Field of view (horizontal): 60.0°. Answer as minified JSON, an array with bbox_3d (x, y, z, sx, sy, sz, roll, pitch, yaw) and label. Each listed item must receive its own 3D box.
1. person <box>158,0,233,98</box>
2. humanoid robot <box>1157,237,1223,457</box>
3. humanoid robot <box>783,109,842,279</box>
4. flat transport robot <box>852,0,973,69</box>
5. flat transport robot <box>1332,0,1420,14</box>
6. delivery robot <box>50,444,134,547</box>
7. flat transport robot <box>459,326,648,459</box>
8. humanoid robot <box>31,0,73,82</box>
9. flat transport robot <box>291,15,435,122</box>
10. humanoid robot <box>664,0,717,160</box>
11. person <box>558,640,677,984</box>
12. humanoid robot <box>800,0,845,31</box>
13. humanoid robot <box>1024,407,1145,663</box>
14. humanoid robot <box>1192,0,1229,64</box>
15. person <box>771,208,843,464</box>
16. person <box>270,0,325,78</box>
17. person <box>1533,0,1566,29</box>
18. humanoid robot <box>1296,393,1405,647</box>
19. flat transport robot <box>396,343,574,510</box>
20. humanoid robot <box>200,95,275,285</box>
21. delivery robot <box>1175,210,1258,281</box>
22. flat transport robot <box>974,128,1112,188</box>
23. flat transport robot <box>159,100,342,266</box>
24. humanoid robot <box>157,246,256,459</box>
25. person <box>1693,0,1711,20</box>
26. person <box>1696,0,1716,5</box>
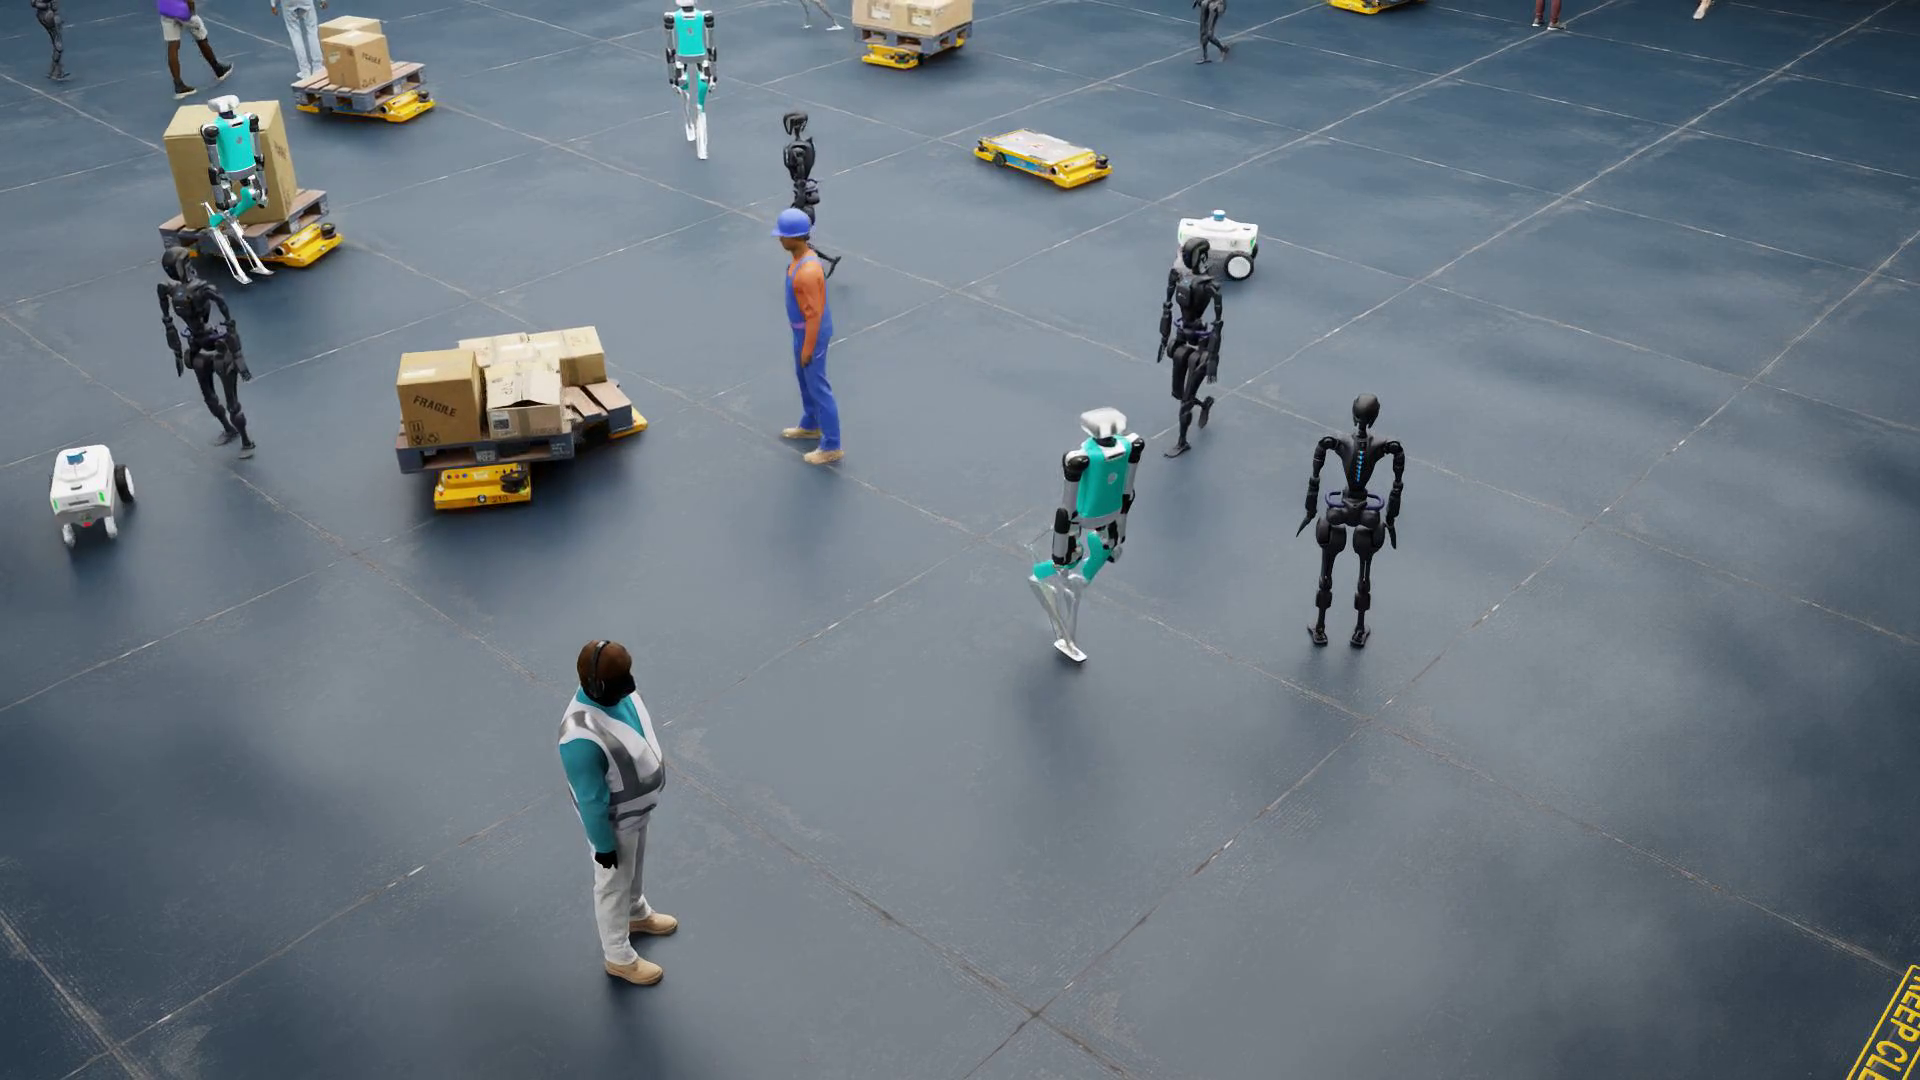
[{"bbox_3d":[-9.222,-6.312,19.755,0.617,1.906,1.007,7,33,11],"label":"person"},{"bbox_3d":[1.751,-1.444,12.169,0.651,1.637,0.589,-25,40,-34],"label":"humanoid robot"},{"bbox_3d":[-1.318,-2.965,14.609,0.534,1.641,0.608,-4,32,-7],"label":"humanoid robot"},{"bbox_3d":[-0.588,-6.345,21.371,0.659,0.231,1.431,18,36,26],"label":"flat transport robot"},{"bbox_3d":[5.978,-7.722,23.589,1.431,0.231,0.659,-25,40,-34],"label":"flat transport robot"},{"bbox_3d":[-6.025,-0.350,11.461,0.499,0.610,0.814,-11,34,-18],"label":"delivery robot"},{"bbox_3d":[-3.157,-0.863,12.543,1.431,0.231,0.659,-18,36,-27],"label":"flat transport robot"},{"bbox_3d":[-11.105,-6.414,20.156,0.487,1.645,0.612,-23,39,-32],"label":"humanoid robot"},{"bbox_3d":[-6.938,-5.125,19.406,1.431,0.231,0.659,10,33,15],"label":"flat transport robot"},{"bbox_3d":[-2.900,-5.072,17.975,0.531,1.775,1.022,-6,32,-10],"label":"humanoid robot"},{"bbox_3d":[-1.561,1.228,7.686,0.429,1.841,0.633,3,32,5],"label":"person"},{"bbox_3d":[-1.879,-7.634,22.081,0.799,1.794,0.530,-26,40,-35],"label":"humanoid robot"},{"bbox_3d":[0.652,-0.003,9.875,0.545,1.897,0.762,-20,37,-29],"label":"humanoid robot"},{"bbox_3d":[3.156,-6.758,20.697,0.394,1.643,0.609,-18,36,-27],"label":"humanoid robot"},{"bbox_3d":[-1.114,-1.487,12.018,0.405,1.900,0.542,-7,33,-11],"label":"person"},{"bbox_3d":[-8.062,-6.578,20.207,0.623,1.907,0.409,-16,35,-24],"label":"person"},{"bbox_3d":[7.985,-7.757,22.186,0.378,1.806,0.540,-20,37,-29],"label":"person"},{"bbox_3d":[2.343,-0.122,10.003,0.599,1.657,0.315,5,32,9],"label":"humanoid robot"},{"bbox_3d":[-3.446,-0.682,12.252,0.659,0.231,1.431,-6,32,-10],"label":"flat transport robot"},{"bbox_3d":[-6.452,-3.115,14.651,0.735,1.677,0.533,19,37,28],"label":"humanoid robot"},{"bbox_3d":[2.367,-2.729,15.273,0.793,0.590,0.499,7,33,11],"label":"delivery robot"},{"bbox_3d":[0.871,-4.084,17.731,0.659,0.231,1.431,-27,41,-36],"label":"flat transport robot"},{"bbox_3d":[-6.679,-2.835,15.719,1.431,0.231,0.659,7,33,11],"label":"flat transport robot"},{"bbox_3d":[-5.413,-1.389,12.081,0.600,1.650,0.442,5,32,8],"label":"humanoid robot"},{"bbox_3d":[10.380,-8.150,22.789,0.522,1.842,0.891,22,38,31],"label":"person"},{"bbox_3d":[10.283,-8.472,23.358,0.941,1.788,0.504,27,41,36],"label":"person"}]
